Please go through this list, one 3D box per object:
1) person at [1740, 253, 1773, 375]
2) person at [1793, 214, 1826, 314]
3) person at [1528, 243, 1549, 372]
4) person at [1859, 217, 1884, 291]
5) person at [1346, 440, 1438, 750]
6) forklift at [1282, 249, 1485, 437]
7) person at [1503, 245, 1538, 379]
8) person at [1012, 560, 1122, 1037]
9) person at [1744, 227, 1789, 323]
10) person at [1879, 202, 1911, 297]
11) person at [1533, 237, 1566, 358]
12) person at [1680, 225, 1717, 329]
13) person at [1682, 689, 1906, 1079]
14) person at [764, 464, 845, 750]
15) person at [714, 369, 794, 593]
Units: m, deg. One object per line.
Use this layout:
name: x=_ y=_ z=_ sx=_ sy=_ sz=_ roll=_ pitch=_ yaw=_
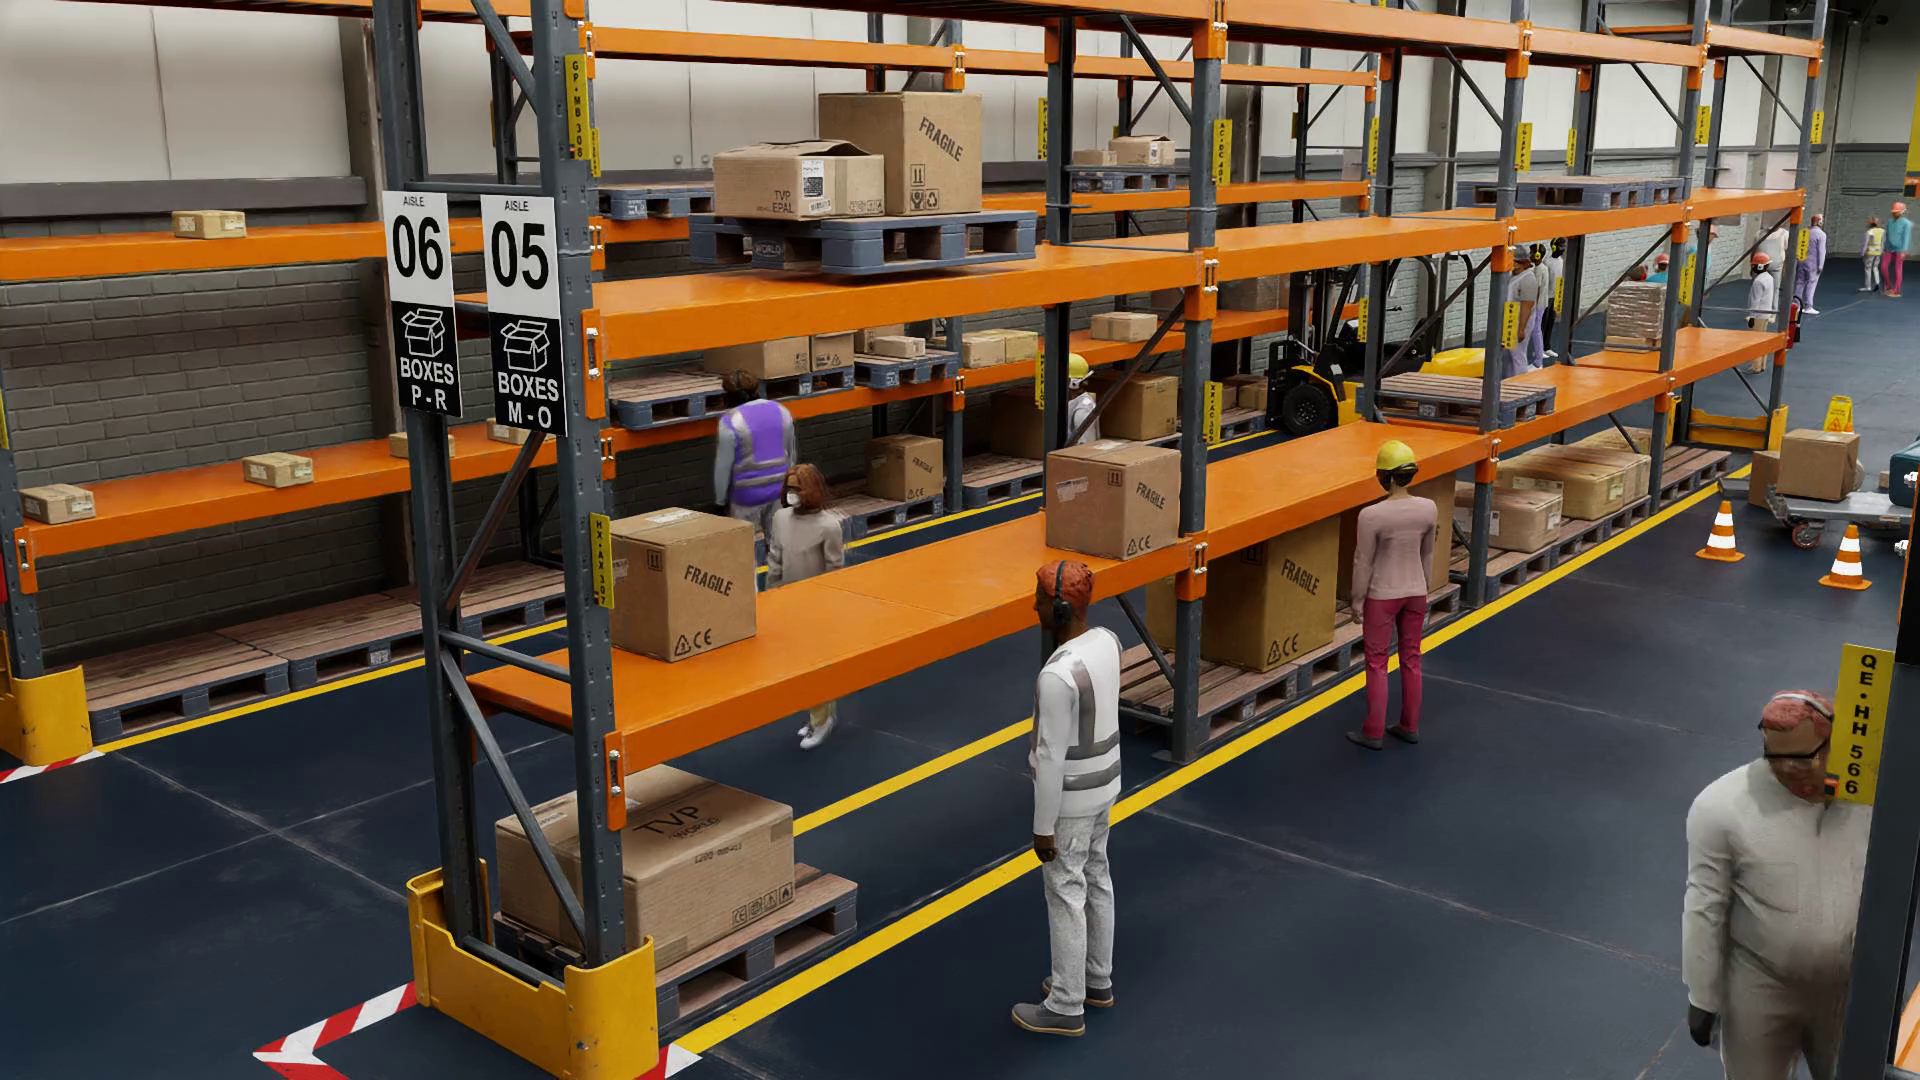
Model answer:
person: x=11.467 y=-3.254 z=23.939 sx=0.360 sy=1.742 sz=0.562 roll=11 pitch=18 yaw=38
person: x=16.363 y=-5.303 z=31.962 sx=0.399 sy=1.900 sz=0.644 roll=-4 pitch=14 yaw=-17
person: x=8.360 y=-3.362 z=24.146 sx=0.328 sy=1.861 sz=0.504 roll=5 pitch=15 yaw=21
person: x=19.919 y=-6.226 z=36.291 sx=0.568 sy=1.612 sz=0.437 roll=-5 pitch=15 yaw=-19
person: x=2.430 y=0.311 z=9.391 sx=0.518 sy=1.757 sz=0.337 roll=-5 pitch=15 yaw=-19
forklift: x=4.886 y=-2.214 z=18.767 sx=2.313 sy=2.155 sz=1.214 roll=11 pitch=18 yaw=38
person: x=7.126 y=-2.792 z=21.438 sx=0.535 sy=2.000 sz=0.684 roll=0 pitch=14 yaw=0
person: x=0.428 y=0.986 z=6.392 sx=0.358 sy=1.880 sz=0.575 roll=7 pitch=15 yaw=27
person: x=14.787 y=-4.998 z=30.418 sx=0.683 sy=2.000 sz=0.536 roll=12 pitch=18 yaw=41
person: x=19.768 y=-6.125 z=35.143 sx=0.494 sy=1.974 sz=0.631 roll=-5 pitch=15 yaw=-21
person: x=9.128 y=-3.740 z=25.678 sx=0.510 sy=1.861 sz=0.327 roll=-11 pitch=18 yaw=-38
person: x=11.857 y=-4.088 z=26.831 sx=0.352 sy=2.007 sz=0.789 roll=12 pitch=18 yaw=40
person: x=2.545 y=1.329 z=5.033 sx=0.741 sy=1.863 sz=0.414 roll=1 pitch=14 yaw=2
person: x=-0.897 y=0.368 z=9.428 sx=0.498 sy=1.618 sz=0.555 roll=12 pitch=18 yaw=39
person: x=-1.451 y=-0.317 z=11.871 sx=0.634 sy=1.810 sz=0.451 roll=-12 pitch=18 yaw=-40
